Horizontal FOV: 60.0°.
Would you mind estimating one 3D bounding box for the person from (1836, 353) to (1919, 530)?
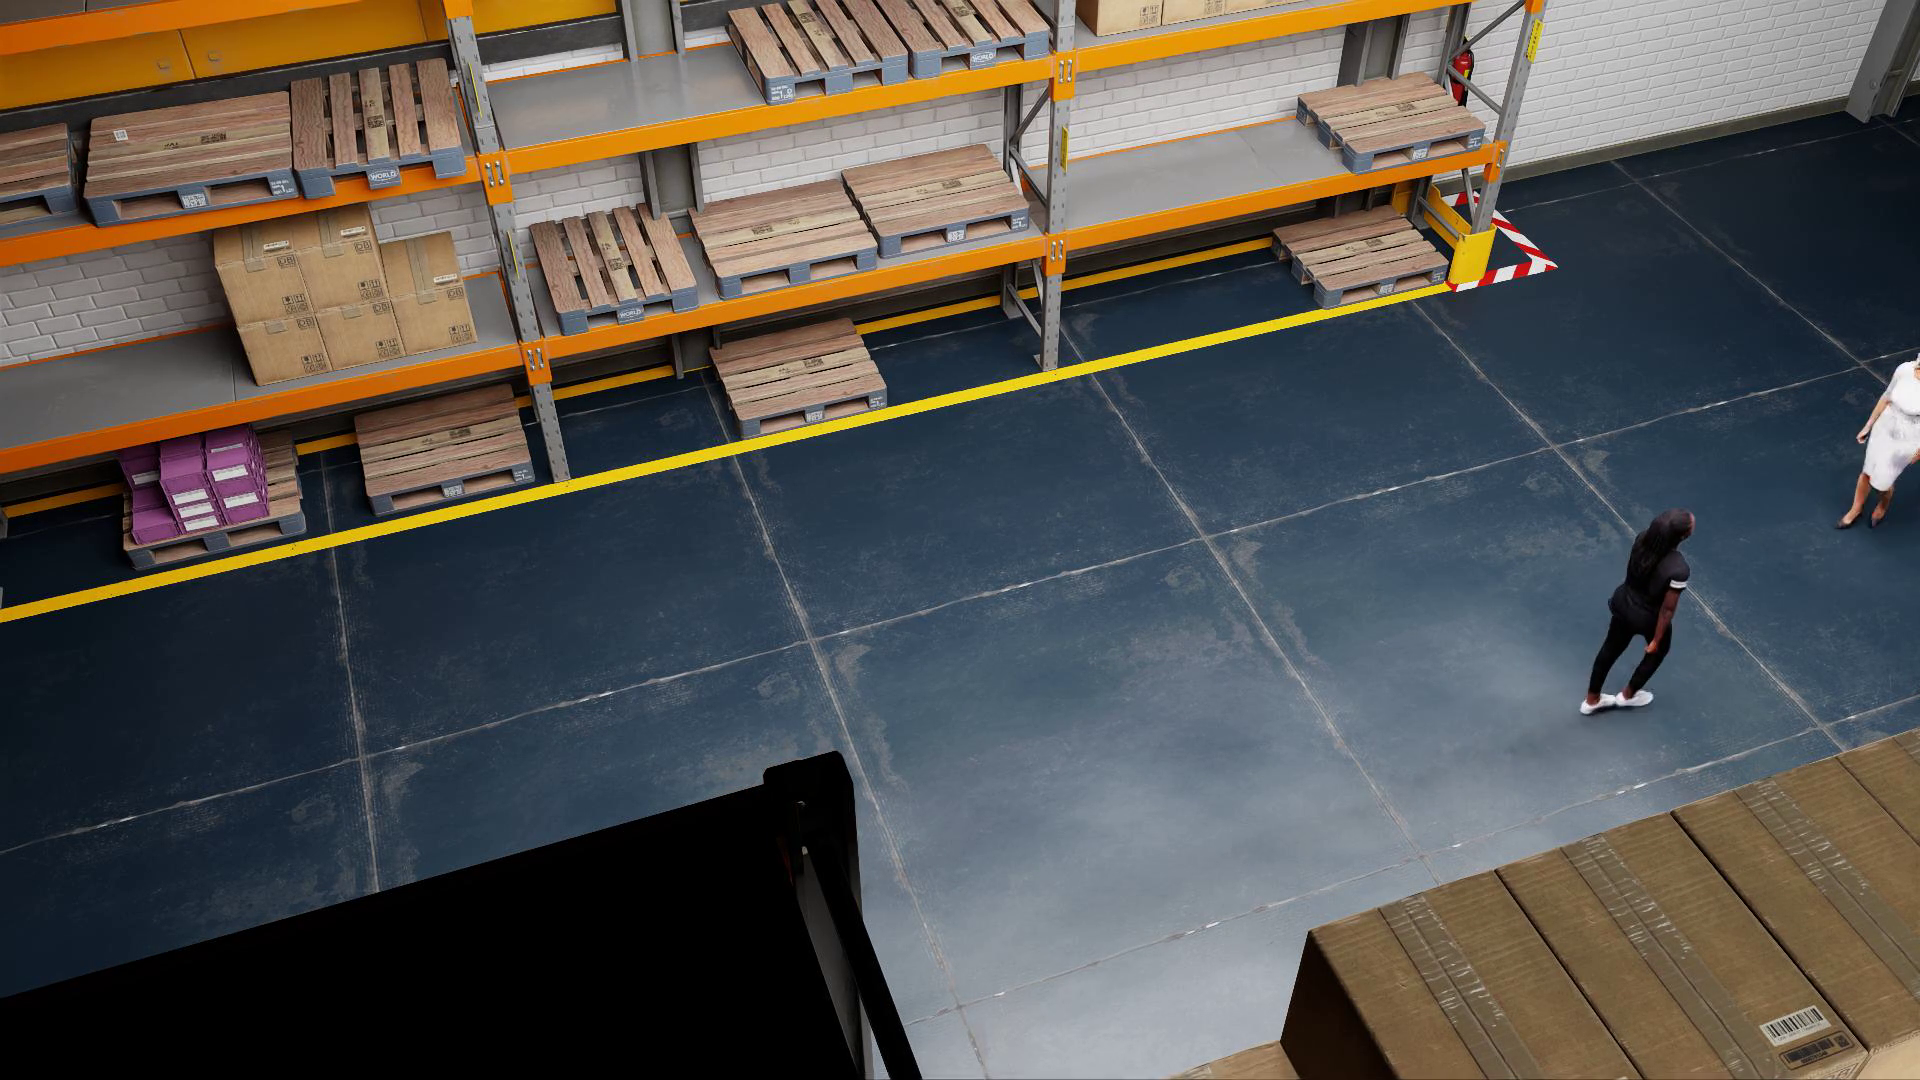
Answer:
[{"bbox_3d":[6.628,-0.763,11.693,0.668,1.741,0.629,-23,48,-22],"label":"person"}]

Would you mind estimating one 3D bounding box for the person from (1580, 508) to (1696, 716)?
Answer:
[{"bbox_3d":[4.184,0.494,10.390,0.730,1.717,0.657,-17,46,-17],"label":"person"}]
